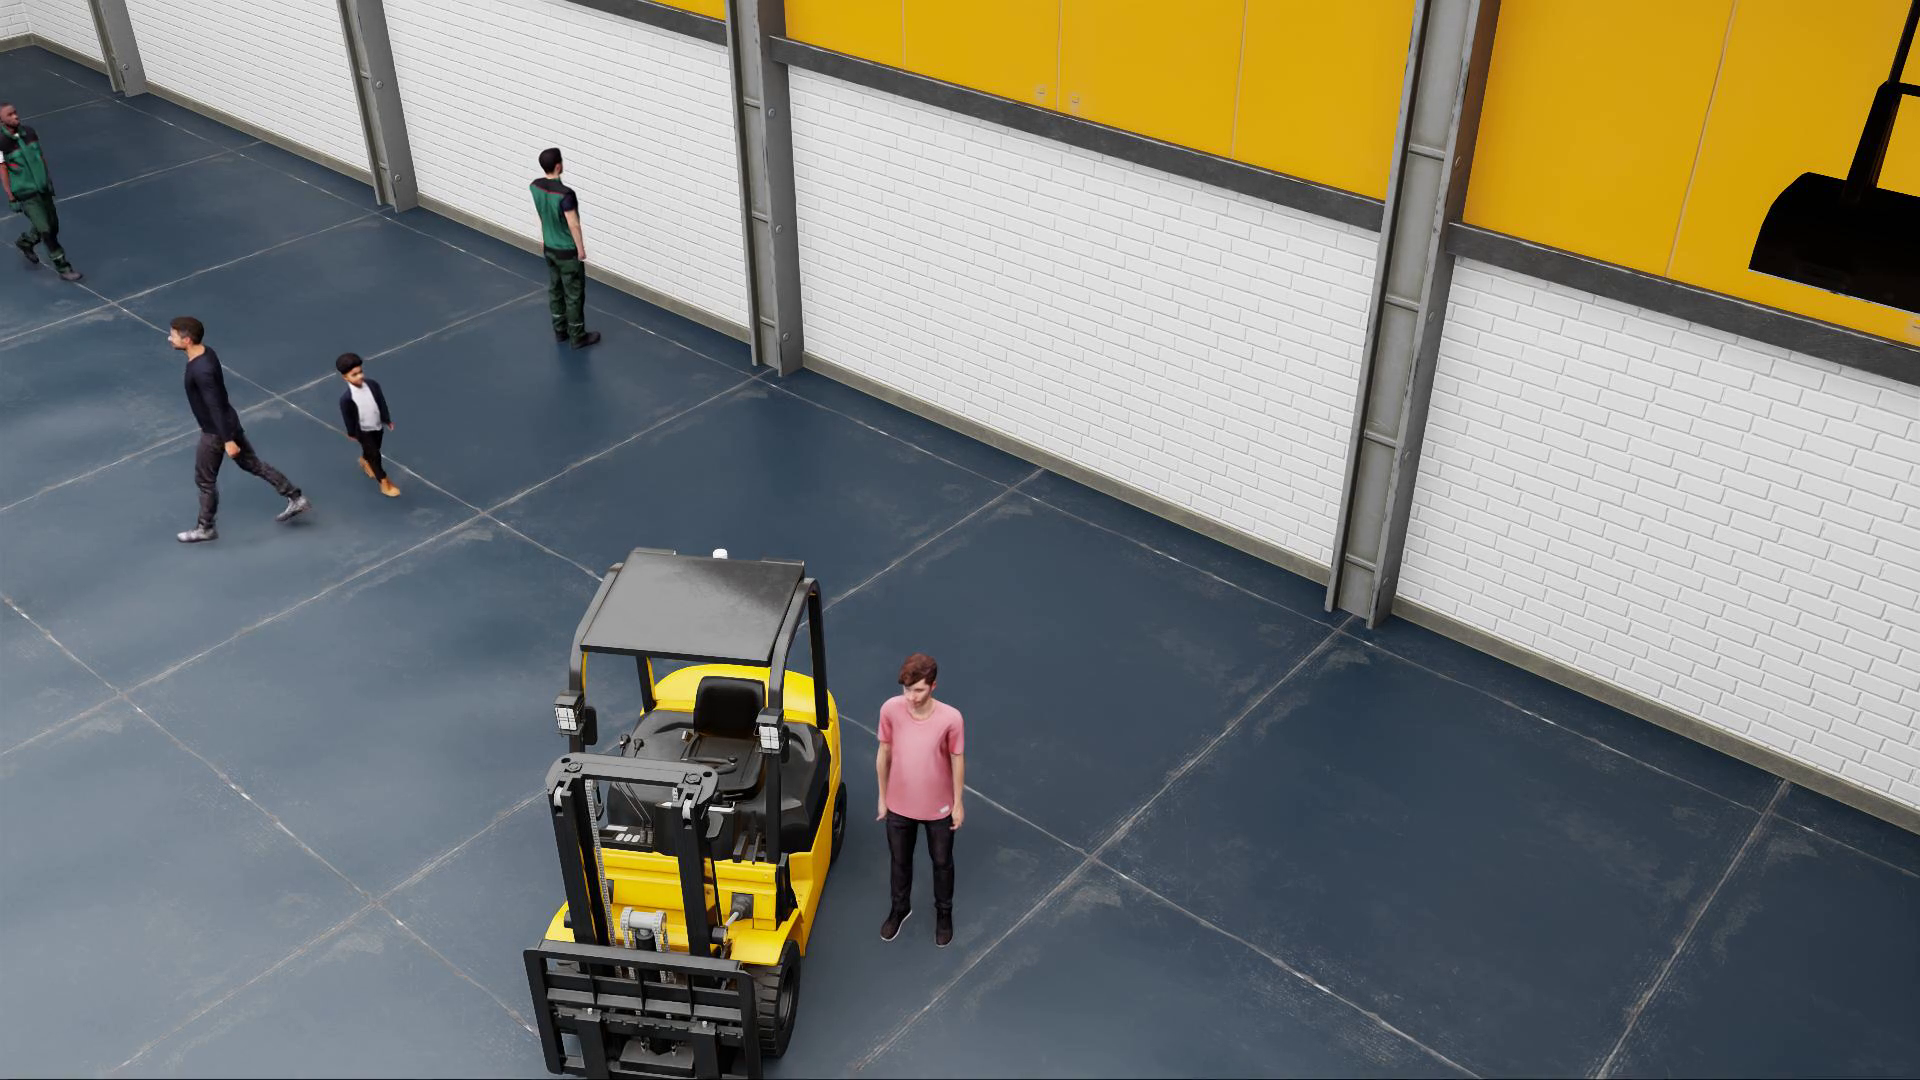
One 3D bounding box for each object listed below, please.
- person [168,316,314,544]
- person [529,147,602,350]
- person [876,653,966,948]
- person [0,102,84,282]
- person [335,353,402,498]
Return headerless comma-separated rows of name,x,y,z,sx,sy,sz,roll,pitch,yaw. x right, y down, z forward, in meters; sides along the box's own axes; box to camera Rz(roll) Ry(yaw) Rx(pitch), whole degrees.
person,-5.475,-0.837,12.562,1.173,1.820,1.262,-10,35,-14
person,-3.653,-2.682,15.267,0.503,1.899,0.729,24,41,32
person,-0.205,1.406,9.063,0.654,1.957,0.774,5,34,8
person,-9.280,-3.457,16.508,1.178,1.816,0.919,12,35,17
person,-4.769,-0.961,13.299,0.828,1.211,0.504,24,40,31
